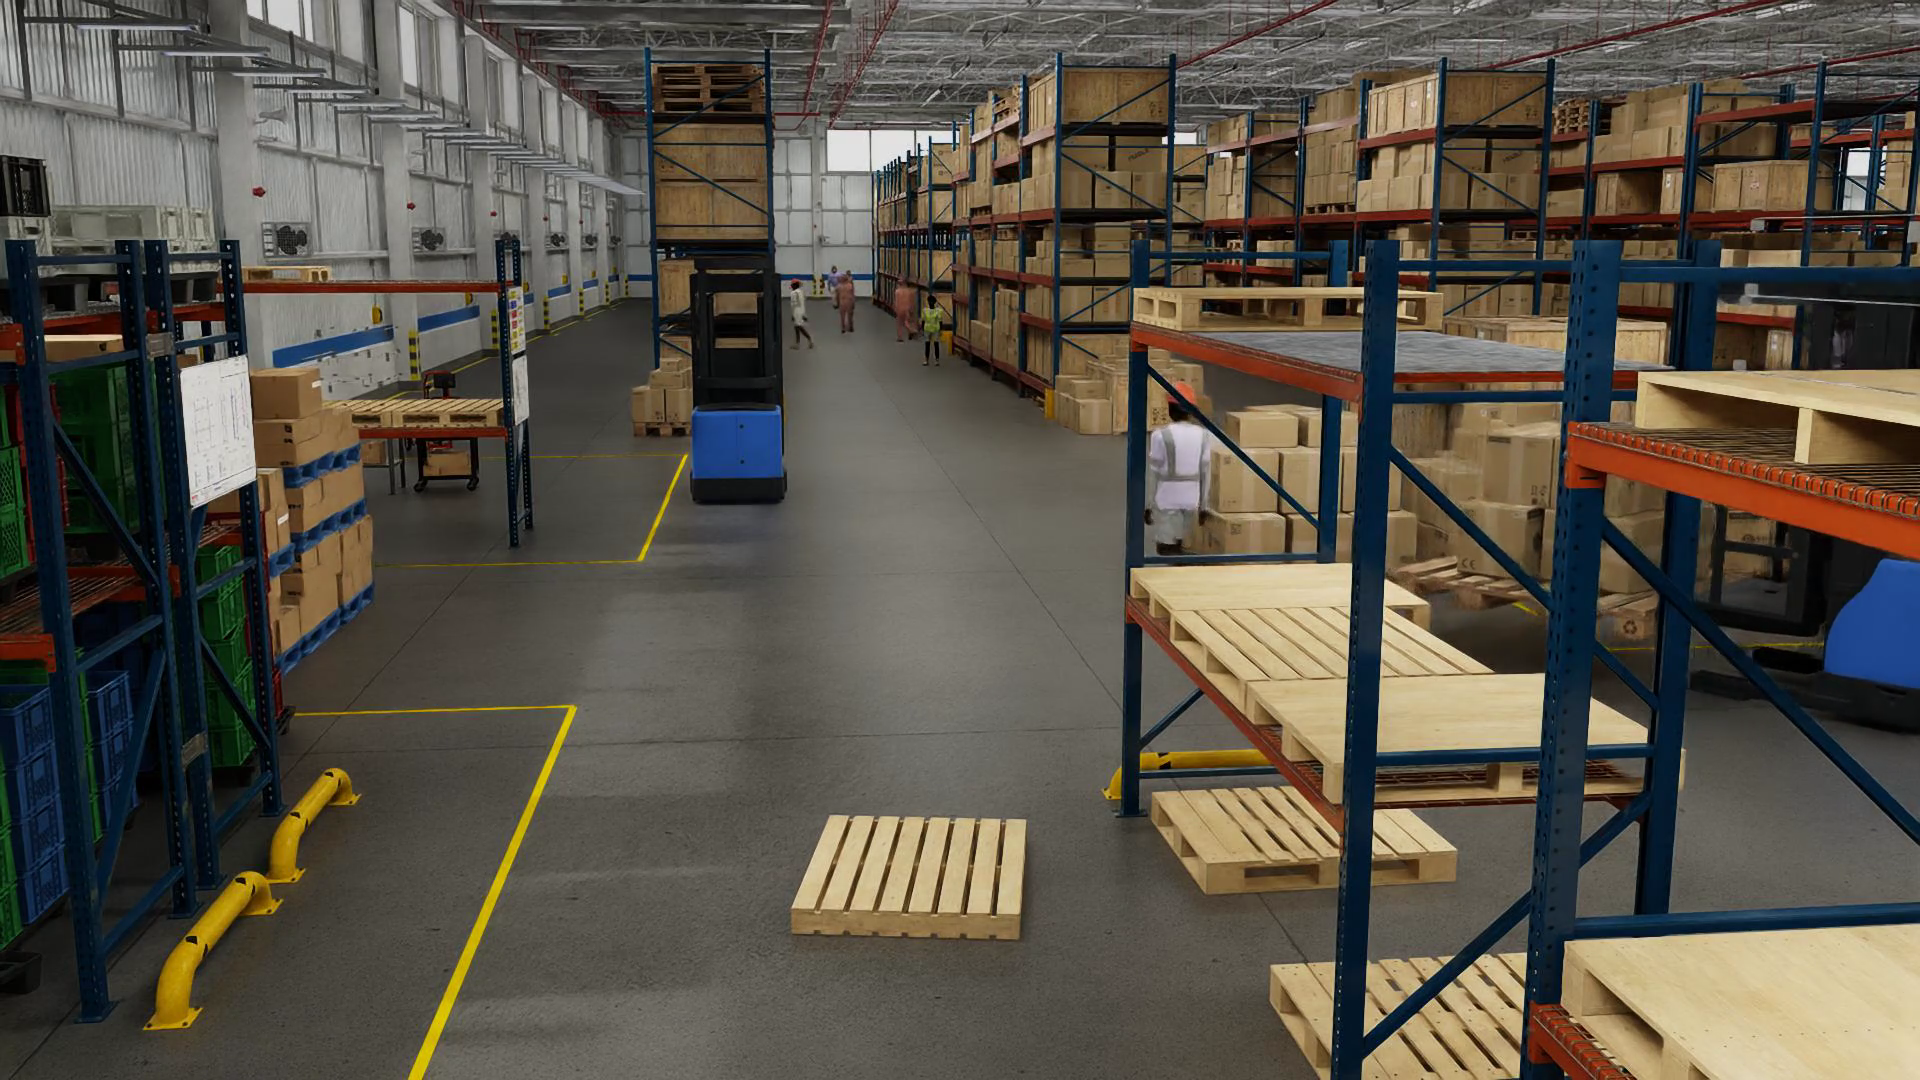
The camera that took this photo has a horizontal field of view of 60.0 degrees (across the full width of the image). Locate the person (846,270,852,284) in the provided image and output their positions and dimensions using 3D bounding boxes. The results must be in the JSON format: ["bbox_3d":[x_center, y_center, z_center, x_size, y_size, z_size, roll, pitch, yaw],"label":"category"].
[{"bbox_3d":[-5.185,-11.669,77.041,0.515,1.636,0.315,-9,14,-40],"label":"person"}]

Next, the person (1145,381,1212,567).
[{"bbox_3d":[1.784,-0.313,13.351,0.553,1.919,0.775,-5,11,-27],"label":"person"}]

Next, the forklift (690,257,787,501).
[{"bbox_3d":[-2.651,-1.956,19.772,1.129,2.768,1.873,-1,10,-6],"label":"forklift"}]

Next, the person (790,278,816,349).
[{"bbox_3d":[-4.372,-6.270,46.149,0.847,1.998,0.657,4,11,22],"label":"person"}]

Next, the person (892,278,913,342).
[{"bbox_3d":[-1.715,-6.875,49.786,0.654,1.894,0.472,-8,13,-37],"label":"person"}]

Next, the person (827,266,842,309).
[{"bbox_3d":[-5.561,-11.211,73.753,0.628,1.911,0.952,-2,10,-12],"label":"person"}]

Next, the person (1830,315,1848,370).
[{"bbox_3d":[13.099,-2.422,25.053,0.397,1.911,0.587,10,14,43],"label":"person"}]

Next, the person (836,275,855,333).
[{"bbox_3d":[-3.726,-7.765,54.732,0.670,1.871,0.892,2,10,12],"label":"person"}]

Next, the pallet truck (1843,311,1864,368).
[{"bbox_3d":[15.846,-3.142,28.793,1.885,1.965,0.823,2,10,12],"label":"pallet truck"}]

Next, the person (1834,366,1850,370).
[{"bbox_3d":[9.947,-1.173,18.947,0.751,1.614,0.519,-3,11,-15],"label":"person"}]

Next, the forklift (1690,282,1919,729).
[{"bbox_3d":[5.923,-0.295,10.567,1.129,2.768,1.873,-9,14,-42],"label":"forklift"}]

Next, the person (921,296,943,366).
[{"bbox_3d":[-0.680,-5.068,40.295,0.541,1.695,0.316,2,10,11],"label":"person"}]
